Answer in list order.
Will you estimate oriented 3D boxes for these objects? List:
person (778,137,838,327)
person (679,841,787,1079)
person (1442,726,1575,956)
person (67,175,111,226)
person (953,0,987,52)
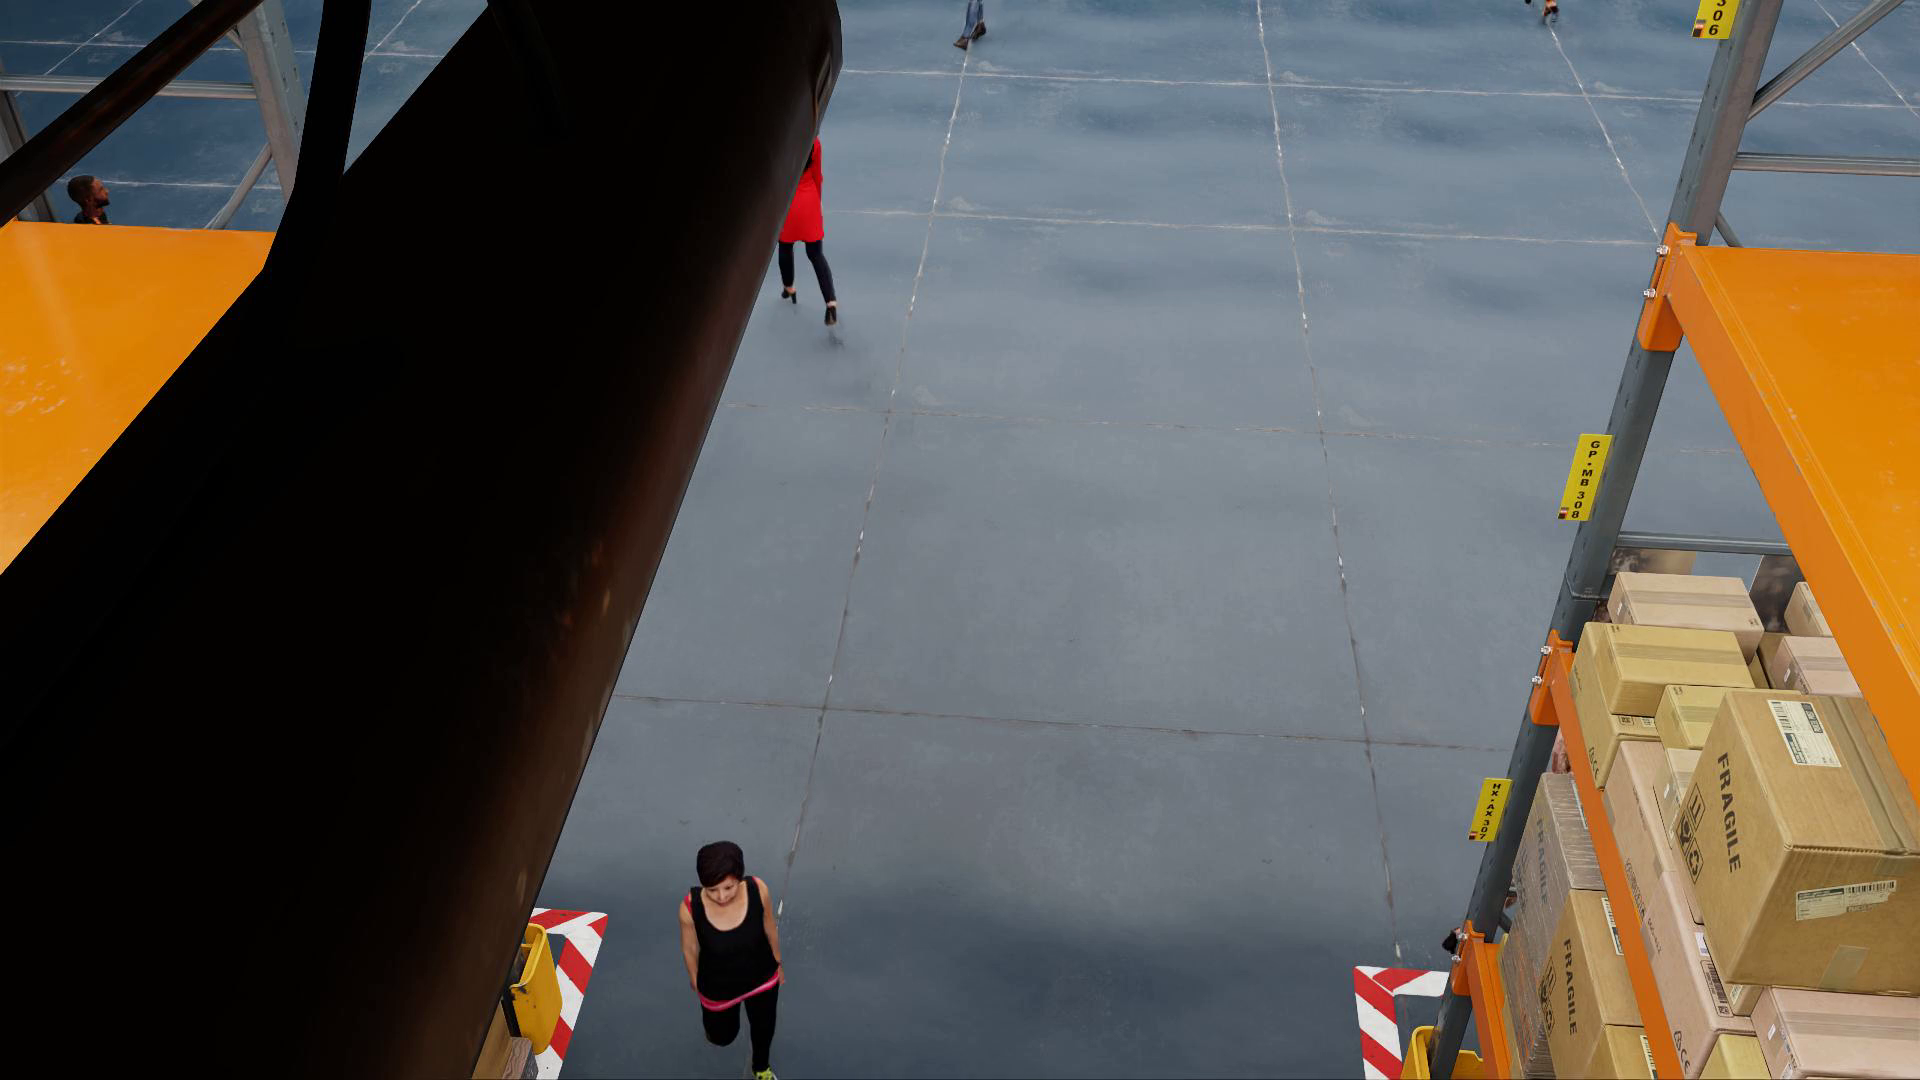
[{"bbox_3d":[-1.128,-2.342,12.100,1.001,1.714,1.162,-19,42,-23],"label":"person"},{"bbox_3d":[-0.963,1.755,7.003,0.747,1.541,0.857,-16,41,-20],"label":"person"},{"bbox_3d":[2.541,1.345,7.303,0.777,1.817,0.839,-7,39,-8],"label":"person"},{"bbox_3d":[-5.646,-1.526,11.025,1.217,1.754,1.183,-26,45,-29],"label":"person"},{"bbox_3d":[0.178,-5.730,16.521,0.920,1.601,1.091,21,43,25],"label":"person"}]
